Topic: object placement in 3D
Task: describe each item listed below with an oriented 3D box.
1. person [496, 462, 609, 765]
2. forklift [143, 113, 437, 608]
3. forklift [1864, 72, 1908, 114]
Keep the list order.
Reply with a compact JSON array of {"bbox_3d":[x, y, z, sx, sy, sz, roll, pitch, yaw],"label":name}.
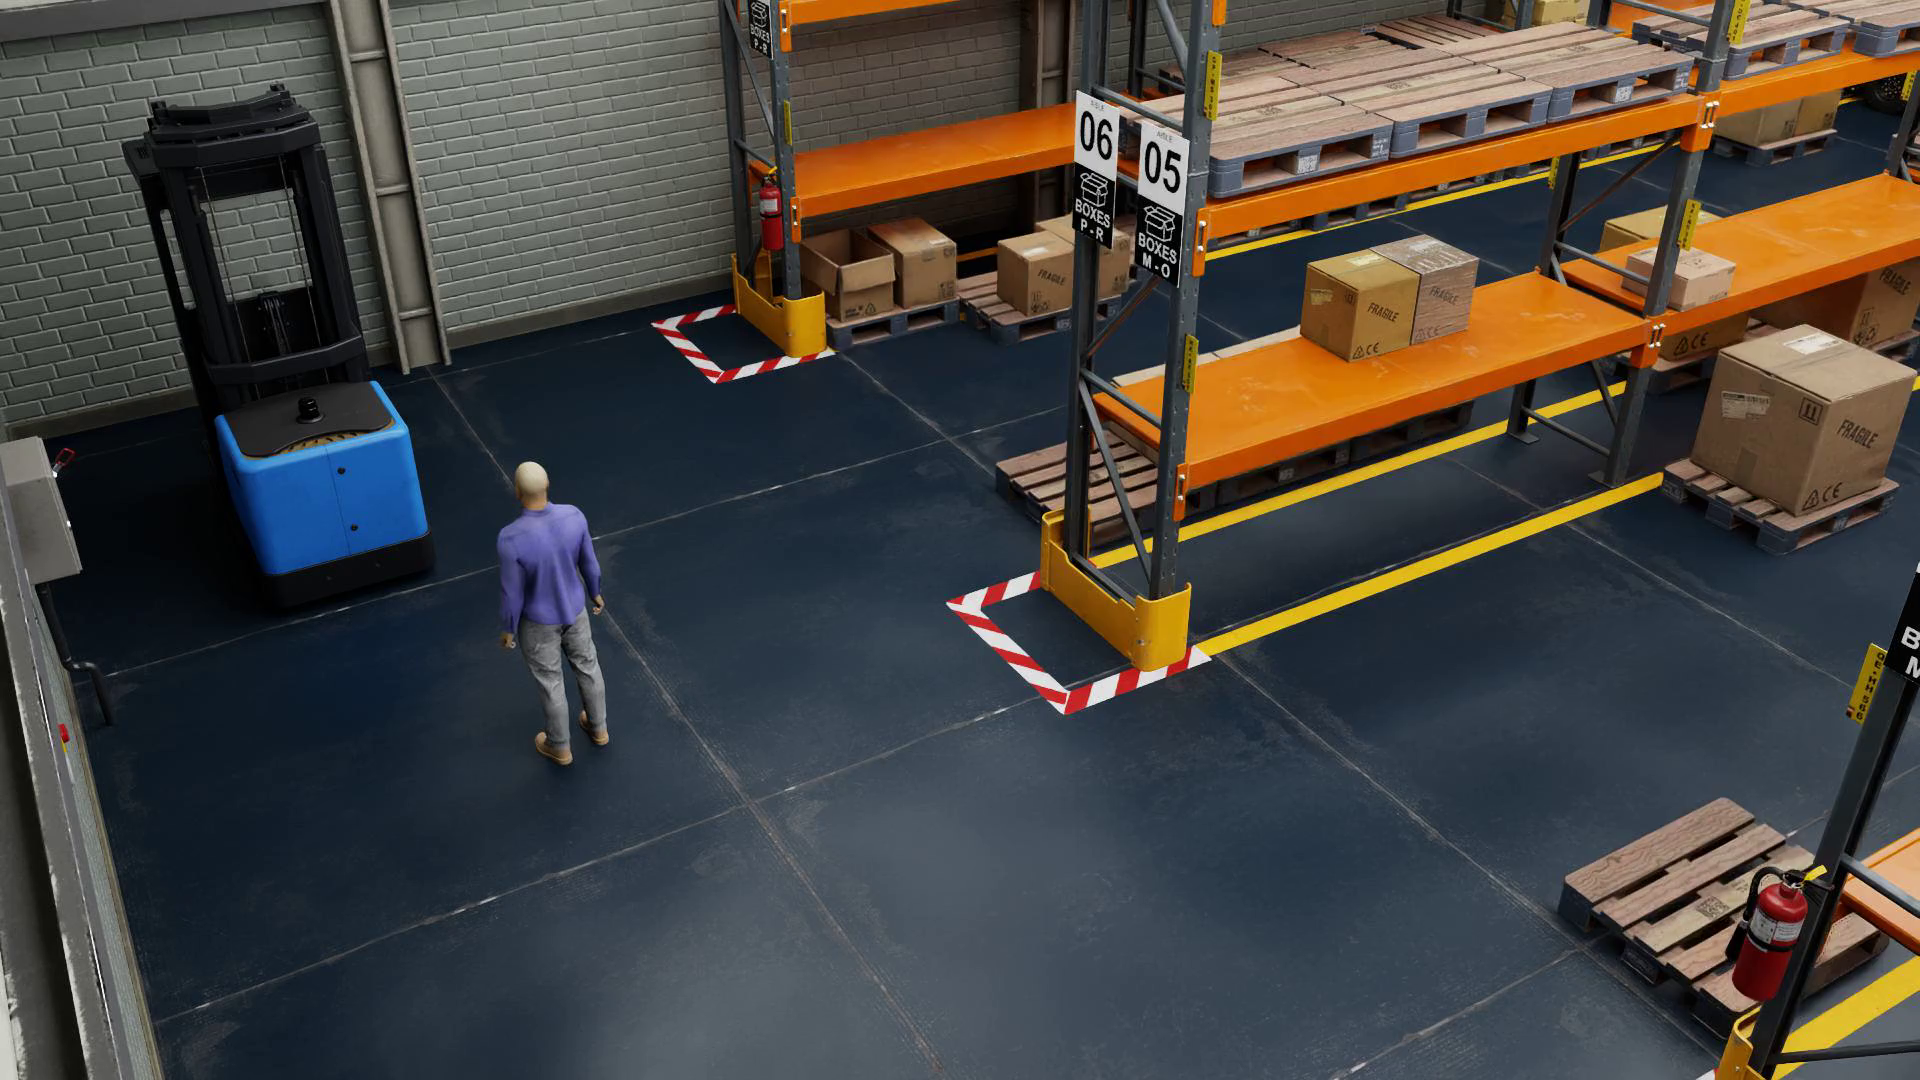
[{"bbox_3d":[-2.150,0.400,8.840,0.603,1.797,0.377,-25,40,-34],"label":"person"},{"bbox_3d":[-4.289,-1.259,10.509,1.129,2.768,1.873,-17,36,-26],"label":"forklift"},{"bbox_3d":[11.468,-5.645,18.244,1.214,2.155,2.313,-17,36,-26],"label":"forklift"}]
